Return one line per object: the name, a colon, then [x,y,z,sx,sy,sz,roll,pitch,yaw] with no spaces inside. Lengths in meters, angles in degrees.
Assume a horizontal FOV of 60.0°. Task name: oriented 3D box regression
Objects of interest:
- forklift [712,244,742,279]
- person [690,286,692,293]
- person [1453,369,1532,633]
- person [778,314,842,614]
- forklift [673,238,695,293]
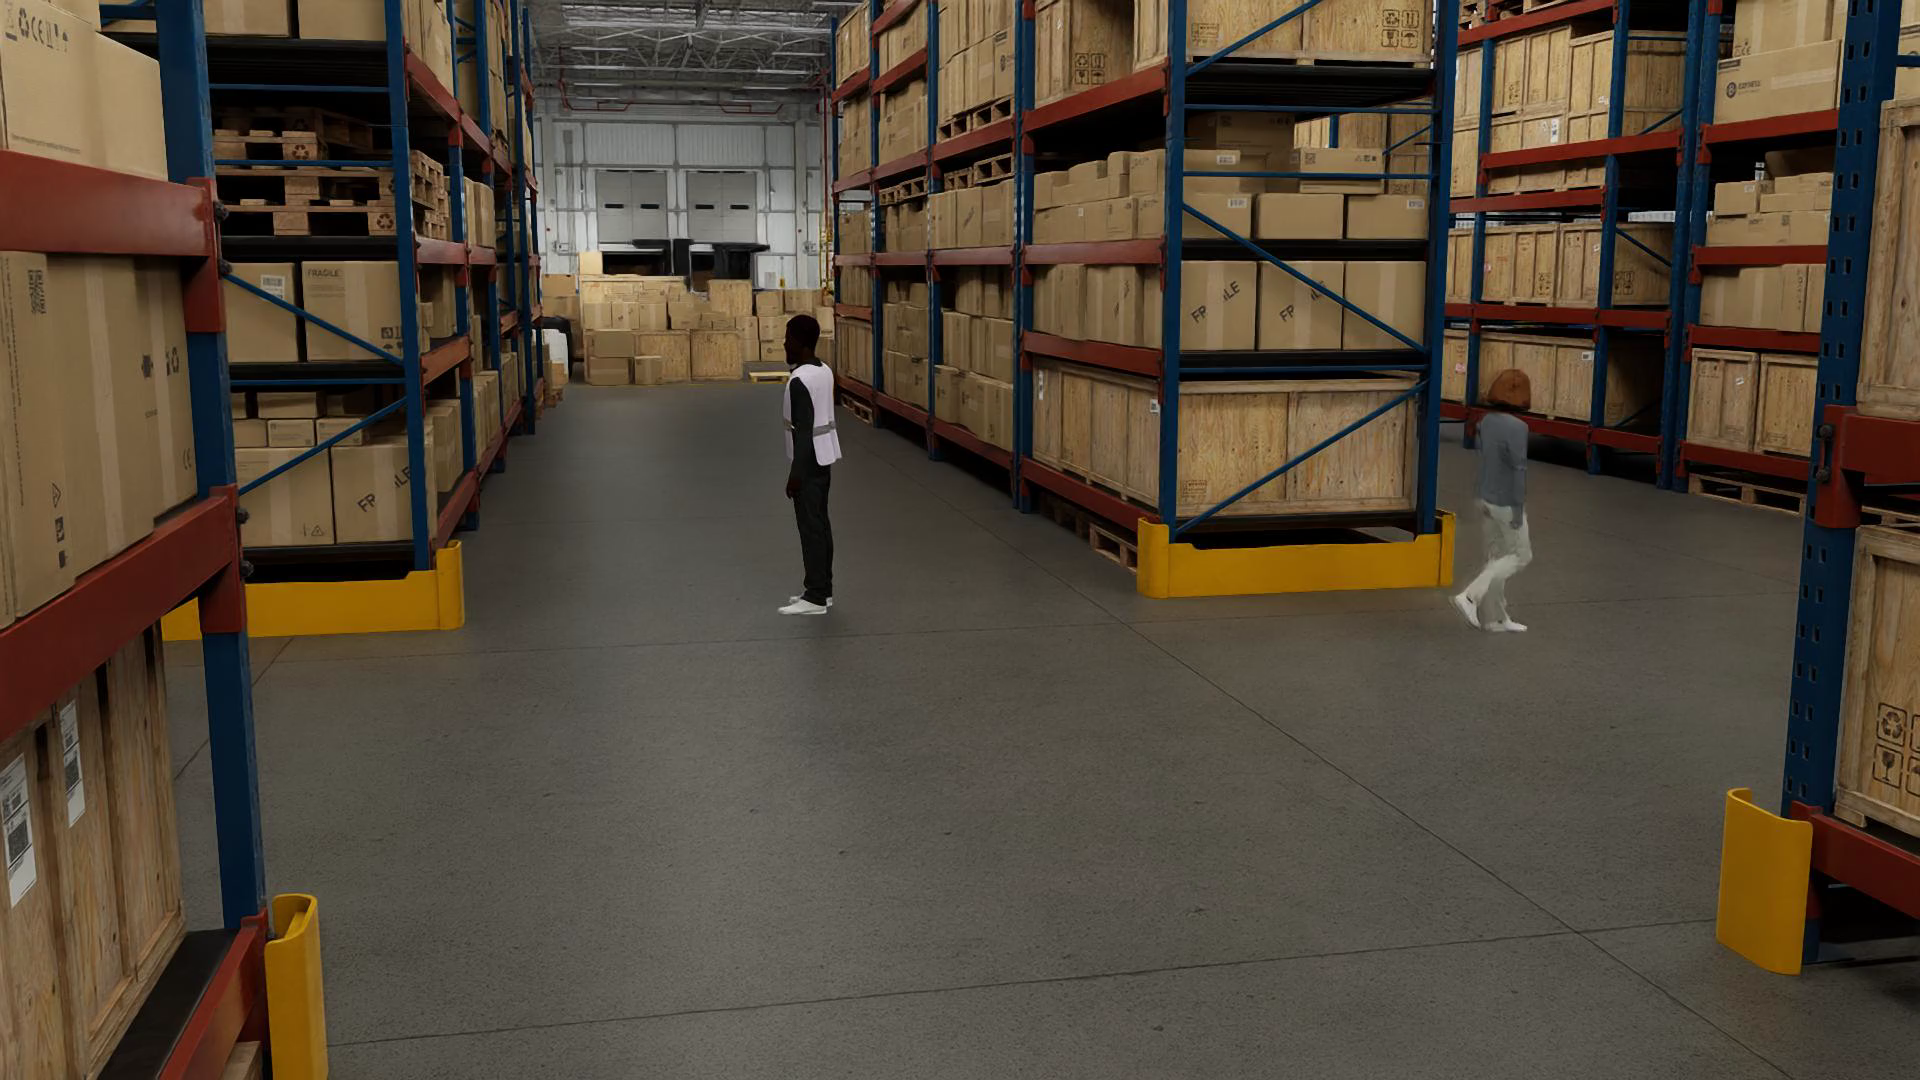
forklift: [-6.149,-6.433,44.035,1.873,2.768,1.129,4,10,25]
person: [-9.402,-8.019,56.618,0.454,1.918,0.651,-9,13,-44]
person: [3.225,-0.220,9.986,0.467,1.619,0.506,-2,9,-10]
person: [-0.966,-0.478,10.666,0.393,1.920,0.591,1,9,8]
forklift: [-5.968,-5.100,35.909,1.873,2.768,1.129,-2,10,-13]
